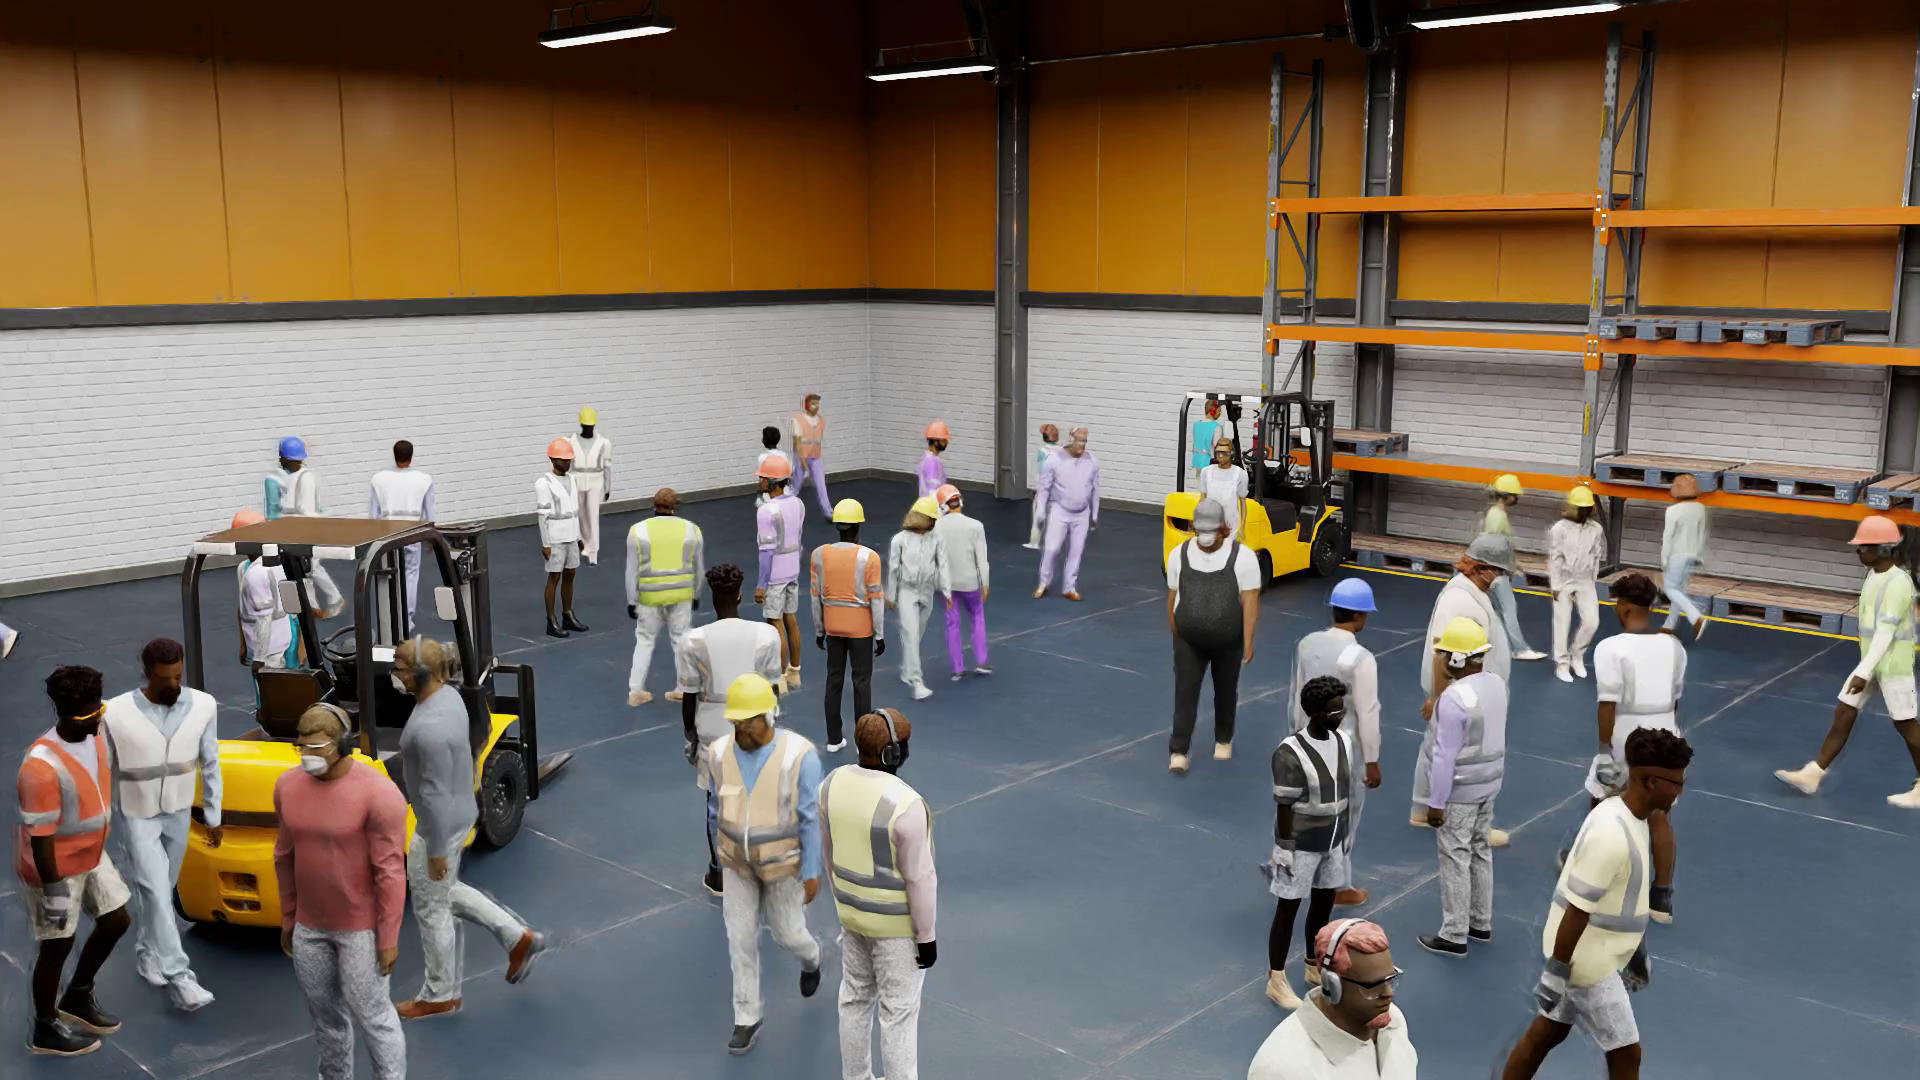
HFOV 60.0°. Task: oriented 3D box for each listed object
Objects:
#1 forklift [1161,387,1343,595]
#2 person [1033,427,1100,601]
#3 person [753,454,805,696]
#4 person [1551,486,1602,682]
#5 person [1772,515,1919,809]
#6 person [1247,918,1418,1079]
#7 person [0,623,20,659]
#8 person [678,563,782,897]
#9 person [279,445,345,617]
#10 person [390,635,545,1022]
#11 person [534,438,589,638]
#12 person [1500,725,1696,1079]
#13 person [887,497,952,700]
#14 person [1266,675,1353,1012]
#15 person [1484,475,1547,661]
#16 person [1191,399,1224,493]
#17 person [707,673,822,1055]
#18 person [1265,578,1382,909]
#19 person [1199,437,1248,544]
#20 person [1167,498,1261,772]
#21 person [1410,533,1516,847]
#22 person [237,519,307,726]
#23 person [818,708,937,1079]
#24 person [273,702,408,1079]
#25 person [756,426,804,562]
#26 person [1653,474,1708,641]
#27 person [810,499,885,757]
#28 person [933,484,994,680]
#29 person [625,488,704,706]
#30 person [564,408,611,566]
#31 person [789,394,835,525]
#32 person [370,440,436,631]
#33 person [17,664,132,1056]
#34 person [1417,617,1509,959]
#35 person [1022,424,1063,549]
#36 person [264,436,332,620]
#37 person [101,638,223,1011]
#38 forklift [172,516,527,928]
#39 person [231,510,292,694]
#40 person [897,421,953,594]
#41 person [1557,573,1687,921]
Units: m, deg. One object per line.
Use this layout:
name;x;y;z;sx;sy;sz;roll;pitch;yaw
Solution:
forklift;3.298;-0.608;18.767;1.214;2.155;2.313;9;13;42
person;1.163;-0.278;17.806;0.701;1.884;0.493;-3;10;-15
person;-1.547;0.294;14.050;0.367;2.048;0.607;4;11;23
person;5.342;0.386;14.440;0.488;1.728;0.375;-1;10;-5
person;6.156;0.829;11.197;1.038;1.986;0.620;1;10;8
person;1.100;1.996;4.761;0.639;1.910;0.407;-9;13;-42
person;-8.912;0.266;15.029;0.578;1.750;0.539;-3;10;-16
person;-1.337;1.105;9.735;0.600;1.948;0.418;-2;10;-13
person;-6.617;-0.077;16.761;0.599;1.863;0.724;7;12;36
person;-2.454;1.396;8.133;0.652;1.922;0.662;-2;10;-11
person;-3.860;-0.028;16.198;0.361;1.935;0.553;5;11;27
person;2.605;1.666;6.683;1.012;1.885;0.619;4;11;21
person;-0.334;0.478;14.044;0.494;1.679;0.897;-6;12;-30
person;1.751;1.489;8.270;0.536;1.693;0.320;-7;12;-36
person;4.918;0.249;15.253;0.894;1.711;0.513;2;10;13
person;3.192;-0.896;21.421;0.388;1.837;0.564;-5;11;-28
person;-0.913;1.486;7.945;0.603;1.809;0.662;3;10;15
person;2.112;1.168;9.424;0.546;1.924;0.607;-4;11;-22
person;2.686;-0.135;17.068;0.506;1.847;0.345;3;10;18
person;1.801;0.660;11.985;0.688;2.000;0.973;3;10;15
person;3.209;0.903;10.605;0.557;2.000;0.695;3;10;15
person;-4.964;0.754;12.006;0.514;1.845;0.338;1;10;6
person;-0.319;1.615;7.120;0.627;1.844;0.429;10;14;44
person;-2.570;1.603;6.931;0.628;1.932;0.354;4;11;20
person;-2.142;-0.515;19.713;0.648;1.672;0.536;5;11;26
person;6.963;0.178;15.955;0.503;1.615;0.640;-5;11;-25
person;-0.821;0.650;12.359;0.586;1.929;0.369;4;11;22
person;-0.008;0.359;14.656;0.583;1.707;0.550;2;10;13
person;-2.417;0.480;13.672;0.663;1.822;0.433;-3;10;-16
person;-4.503;-0.675;20.086;0.592;1.876;1.015;-2;10;-10
person;-2.055;-1.101;22.741;0.574;1.788;1.000;-8;13;-39
person;-5.467;-0.032;16.343;0.618;1.894;0.454;-2;10;-12
person;-4.091;1.482;7.669;0.601;1.914;0.648;0;10;2
person;2.683;1.313;8.897;0.403;1.823;0.596;10;14;44
person;1.166;-0.647;20.666;0.806;1.606;0.527;8;13;40
person;-6.844;-0.132;16.916;0.868;1.898;0.654;3;10;17
person;-3.953;1.404;8.275;0.982;1.852;0.659;8;13;38
forklift;-3.583;0.976;9.748;1.214;2.155;2.313;2;10;11
person;-4.954;0.744;11.816;0.376;1.933;0.545;-2;10;-11
person;-0.310;-0.316;17.945;0.607;1.950;0.559;1;10;4
person;3.827;1.145;9.567;0.631;1.912;0.957;-3;10;-14
